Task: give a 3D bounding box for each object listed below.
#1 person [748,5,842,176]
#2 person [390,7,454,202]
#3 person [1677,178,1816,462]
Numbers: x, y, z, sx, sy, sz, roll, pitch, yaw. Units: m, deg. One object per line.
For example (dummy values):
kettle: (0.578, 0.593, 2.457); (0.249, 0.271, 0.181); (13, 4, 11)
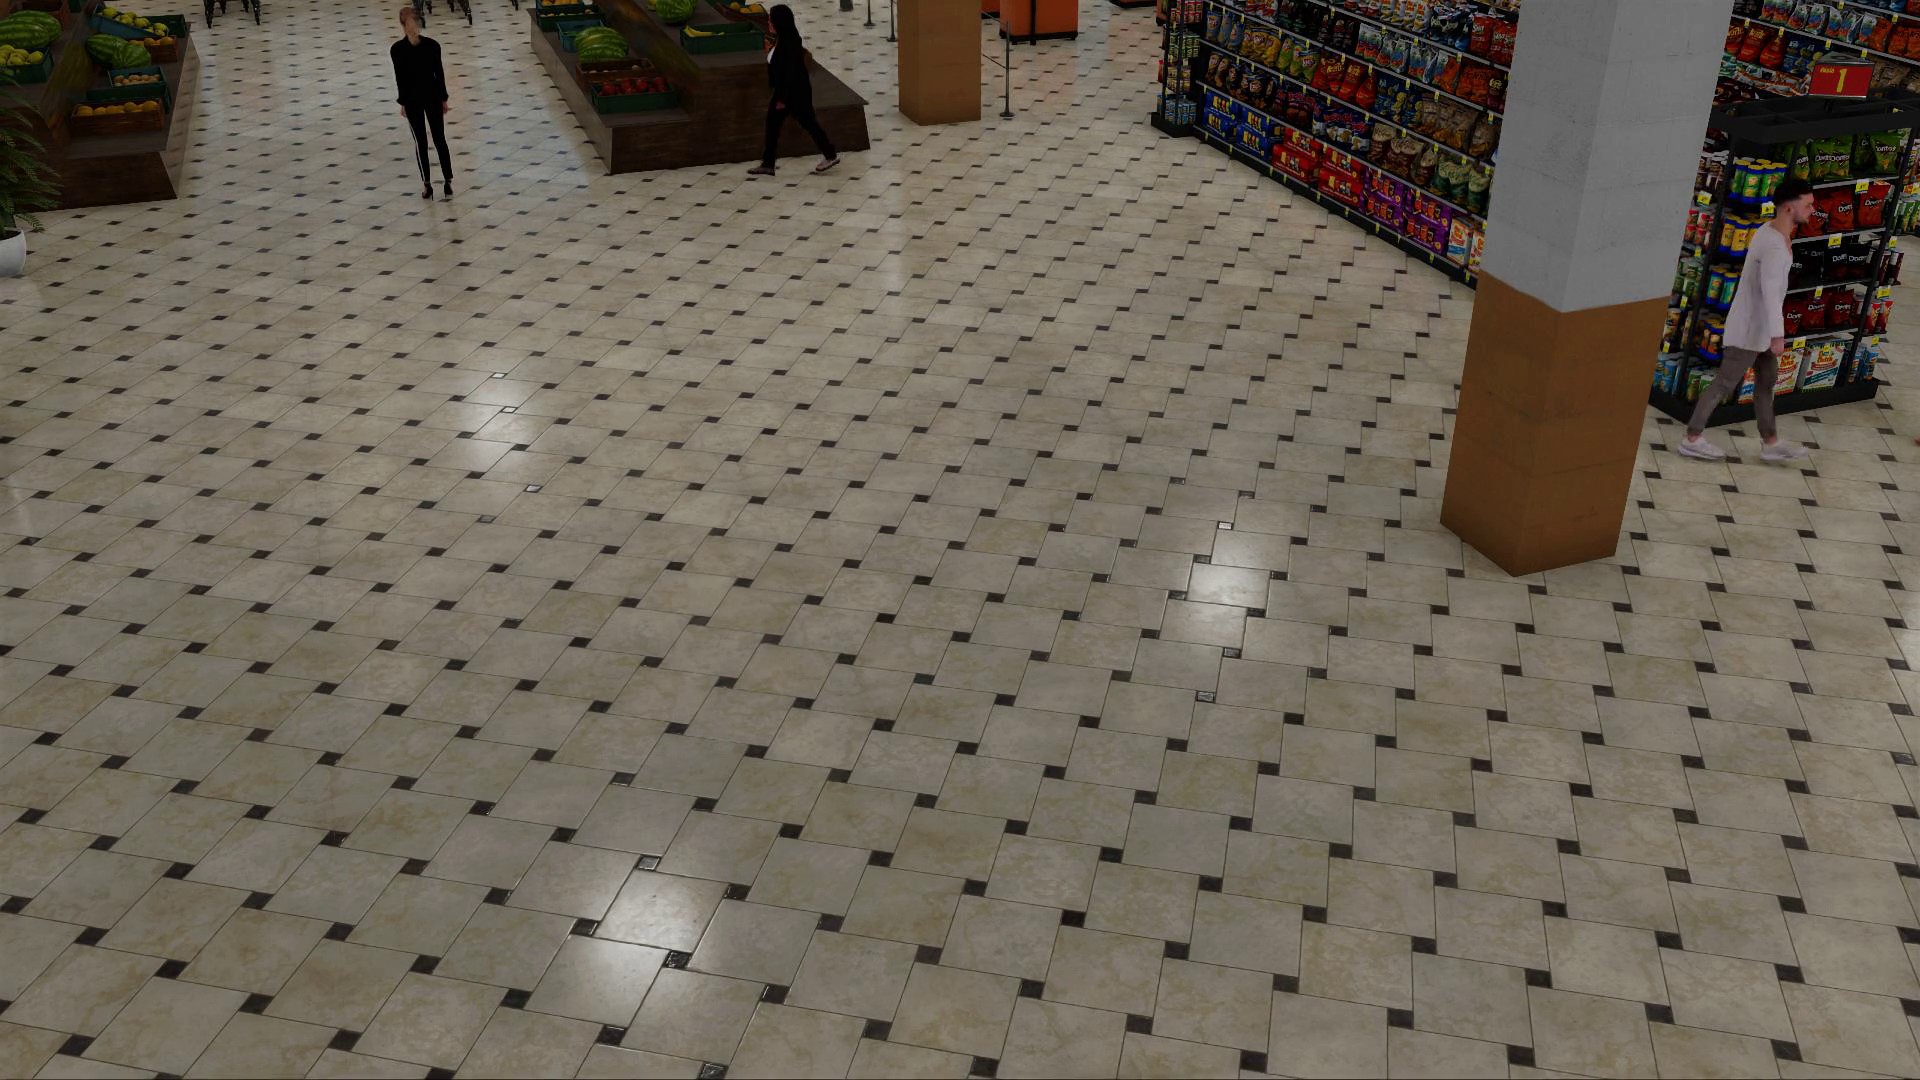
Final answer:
person: (-1.491, -4.183, 15.618); (0.795, 1.568, 1.110); (-14, 32, -24)
person: (-4.845, -3.932, 15.015); (0.652, 1.706, 0.584); (-15, 32, -26)
person: (4.732, -1.313, 10.111); (1.121, 1.808, 1.047); (13, 31, 23)
